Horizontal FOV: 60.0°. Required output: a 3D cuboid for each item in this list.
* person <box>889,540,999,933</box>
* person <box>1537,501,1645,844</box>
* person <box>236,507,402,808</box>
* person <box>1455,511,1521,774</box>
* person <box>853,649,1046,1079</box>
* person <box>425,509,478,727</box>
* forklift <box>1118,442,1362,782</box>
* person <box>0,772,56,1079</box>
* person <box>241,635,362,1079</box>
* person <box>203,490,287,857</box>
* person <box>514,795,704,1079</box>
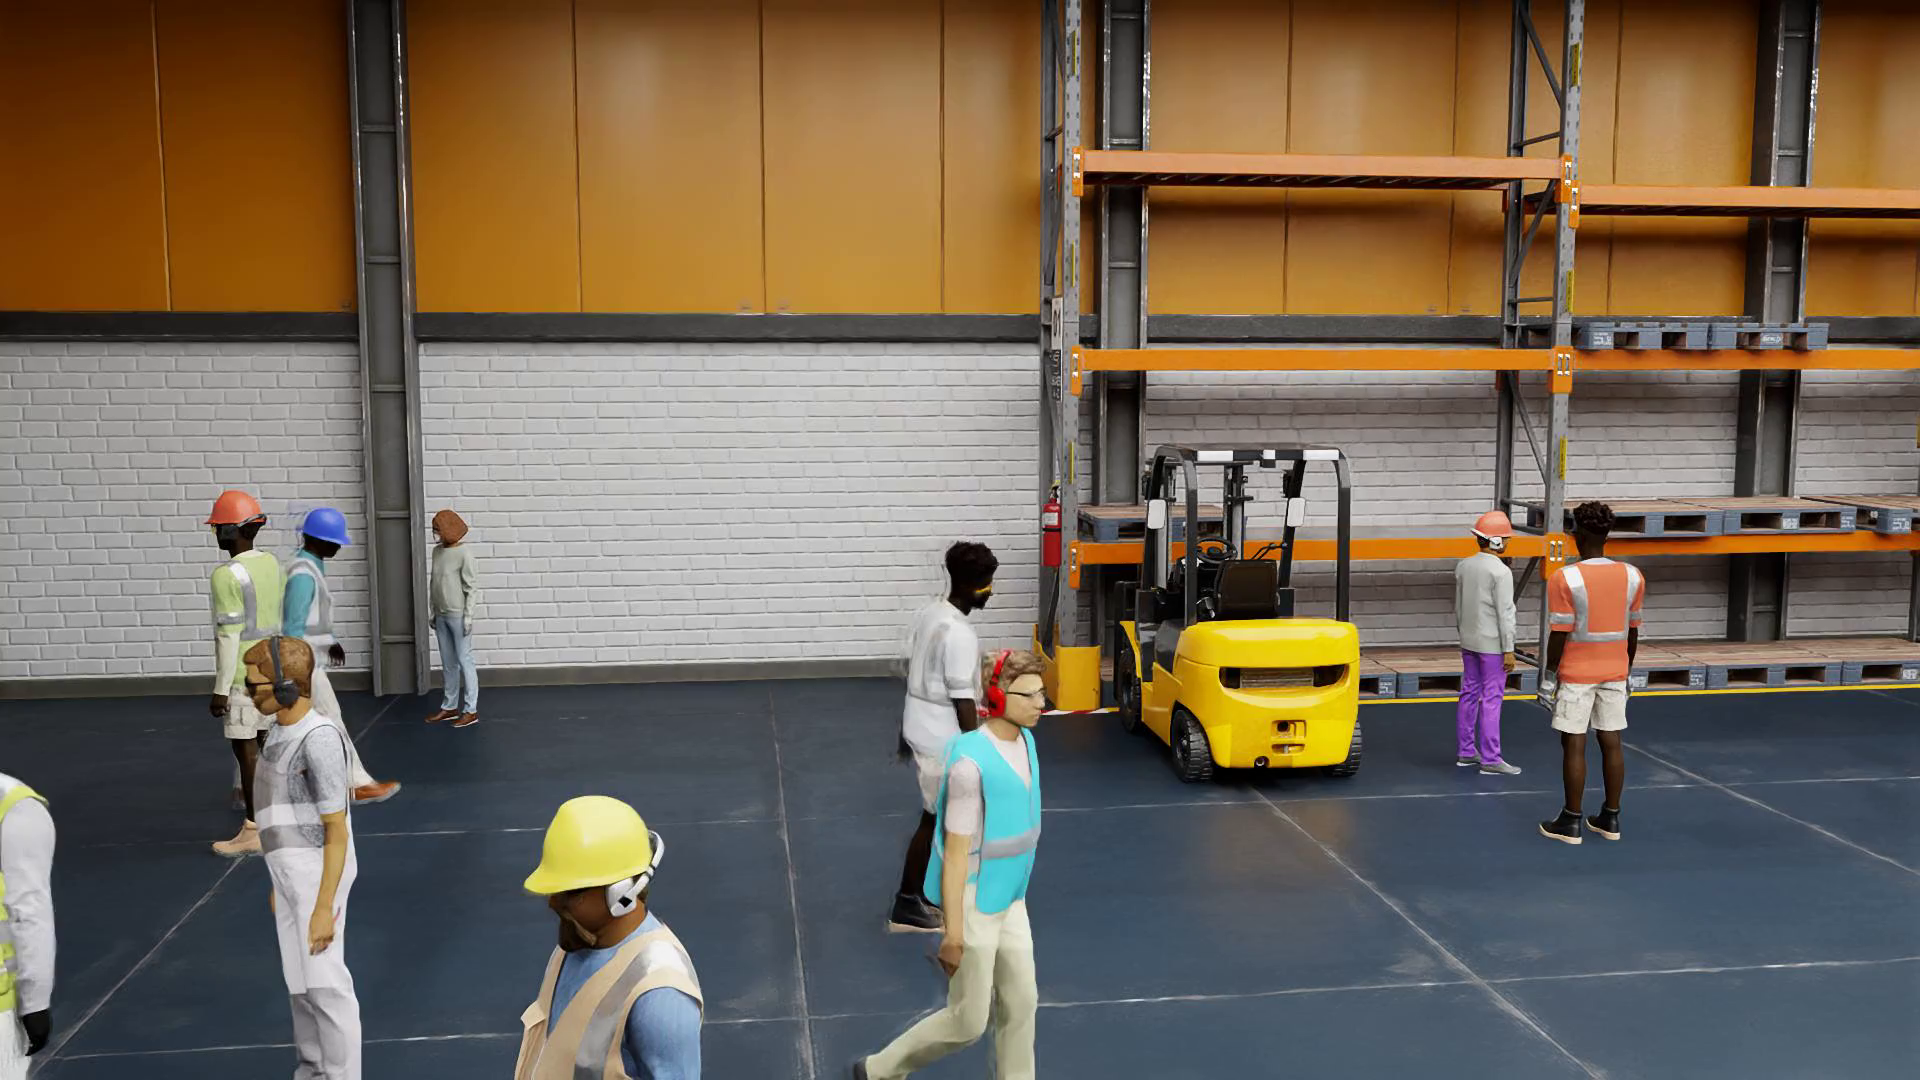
[{"bbox_3d":[-0.095,0.950,7.989,0.554,1.922,0.621,-1,7,-10],"label":"person"},{"bbox_3d":[3.600,0.755,9.528,0.603,1.966,0.368,-2,7,-15],"label":"person"},{"bbox_3d":[-4.005,0.728,10.224,0.970,1.871,0.754,-3,7,-24],"label":"person"},{"bbox_3d":[3.536,0.678,11.121,0.327,1.752,0.563,-2,7,-18],"label":"person"},{"bbox_3d":[0.016,1.258,5.799,0.748,1.821,0.578,3,7,23],"label":"person"},{"bbox_3d":[-3.817,0.582,12.491,0.498,1.633,0.279,5,8,37],"label":"person"},{"bbox_3d":[1.912,0.418,11.496,1.214,2.155,2.313,-1,7,-8],"label":"forklift"},{"bbox_3d":[-2.982,1.353,4.914,0.641,1.828,0.429,1,7,6],"label":"person"},{"bbox_3d":[-2.310,1.238,5.854,0.347,1.840,0.505,-5,8,-40],"label":"person"},{"bbox_3d":[-4.007,0.743,9.307,0.376,2.044,0.607,1,7,4],"label":"person"},{"bbox_3d":[-0.811,1.475,3.825,0.404,1.828,0.587,-4,8,-34],"label":"person"}]
